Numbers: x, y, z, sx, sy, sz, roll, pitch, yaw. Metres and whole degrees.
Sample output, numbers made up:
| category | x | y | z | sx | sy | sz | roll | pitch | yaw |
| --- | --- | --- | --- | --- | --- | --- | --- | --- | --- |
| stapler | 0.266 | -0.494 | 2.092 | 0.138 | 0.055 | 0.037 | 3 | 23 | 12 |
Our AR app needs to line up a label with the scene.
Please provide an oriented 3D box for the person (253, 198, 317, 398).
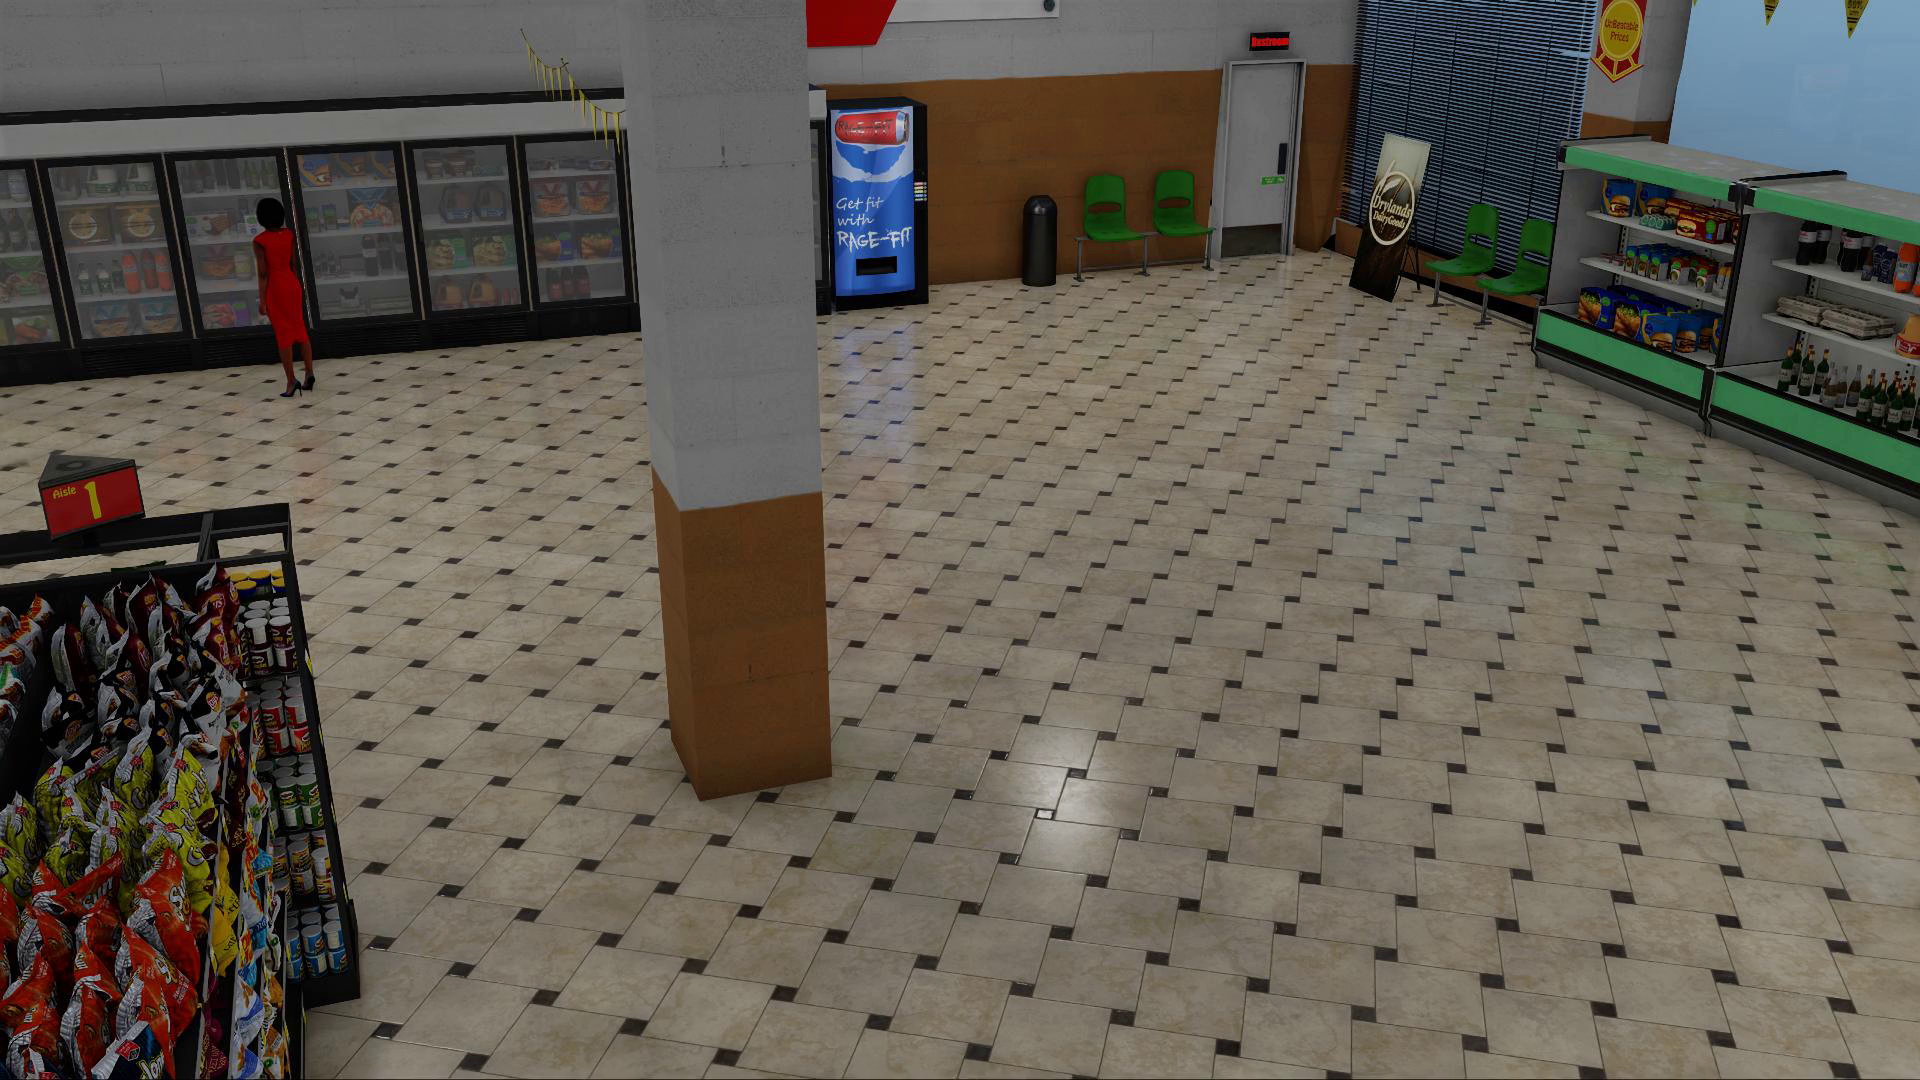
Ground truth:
| category | x | y | z | sx | sy | sz | roll | pitch | yaw |
| --- | --- | --- | --- | --- | --- | --- | --- | --- | --- |
| person | -5.907 | -2.116 | 14.520 | 0.689 | 1.743 | 0.641 | 11 | 25 | 26 |
